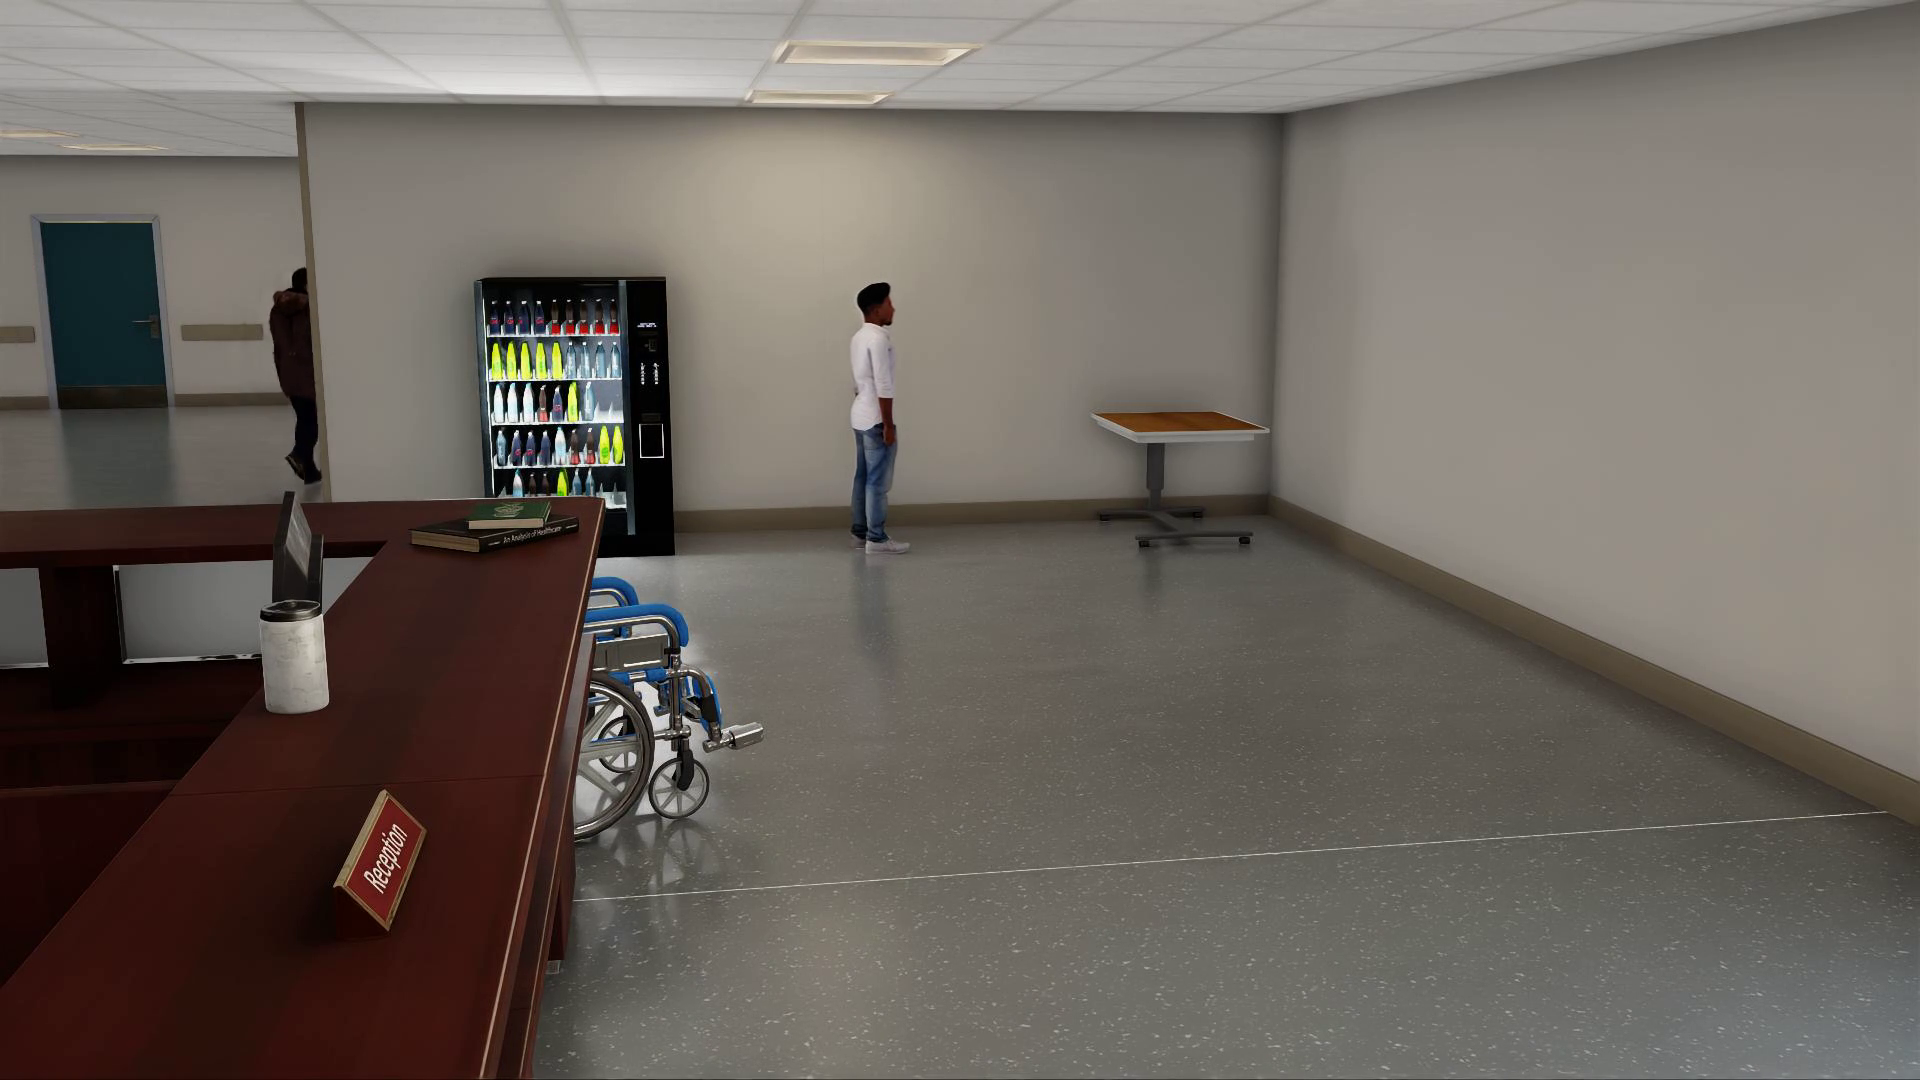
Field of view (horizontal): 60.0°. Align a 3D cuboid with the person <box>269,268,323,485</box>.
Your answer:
[{"bbox_3d":[-5.536,-1.348,13.939,0.966,1.823,1.010,3,11,14],"label":"person"}]

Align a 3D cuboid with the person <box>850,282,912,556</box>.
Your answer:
[{"bbox_3d":[-0.581,-0.829,11.229,0.638,1.814,0.690,-4,12,-22],"label":"person"}]
